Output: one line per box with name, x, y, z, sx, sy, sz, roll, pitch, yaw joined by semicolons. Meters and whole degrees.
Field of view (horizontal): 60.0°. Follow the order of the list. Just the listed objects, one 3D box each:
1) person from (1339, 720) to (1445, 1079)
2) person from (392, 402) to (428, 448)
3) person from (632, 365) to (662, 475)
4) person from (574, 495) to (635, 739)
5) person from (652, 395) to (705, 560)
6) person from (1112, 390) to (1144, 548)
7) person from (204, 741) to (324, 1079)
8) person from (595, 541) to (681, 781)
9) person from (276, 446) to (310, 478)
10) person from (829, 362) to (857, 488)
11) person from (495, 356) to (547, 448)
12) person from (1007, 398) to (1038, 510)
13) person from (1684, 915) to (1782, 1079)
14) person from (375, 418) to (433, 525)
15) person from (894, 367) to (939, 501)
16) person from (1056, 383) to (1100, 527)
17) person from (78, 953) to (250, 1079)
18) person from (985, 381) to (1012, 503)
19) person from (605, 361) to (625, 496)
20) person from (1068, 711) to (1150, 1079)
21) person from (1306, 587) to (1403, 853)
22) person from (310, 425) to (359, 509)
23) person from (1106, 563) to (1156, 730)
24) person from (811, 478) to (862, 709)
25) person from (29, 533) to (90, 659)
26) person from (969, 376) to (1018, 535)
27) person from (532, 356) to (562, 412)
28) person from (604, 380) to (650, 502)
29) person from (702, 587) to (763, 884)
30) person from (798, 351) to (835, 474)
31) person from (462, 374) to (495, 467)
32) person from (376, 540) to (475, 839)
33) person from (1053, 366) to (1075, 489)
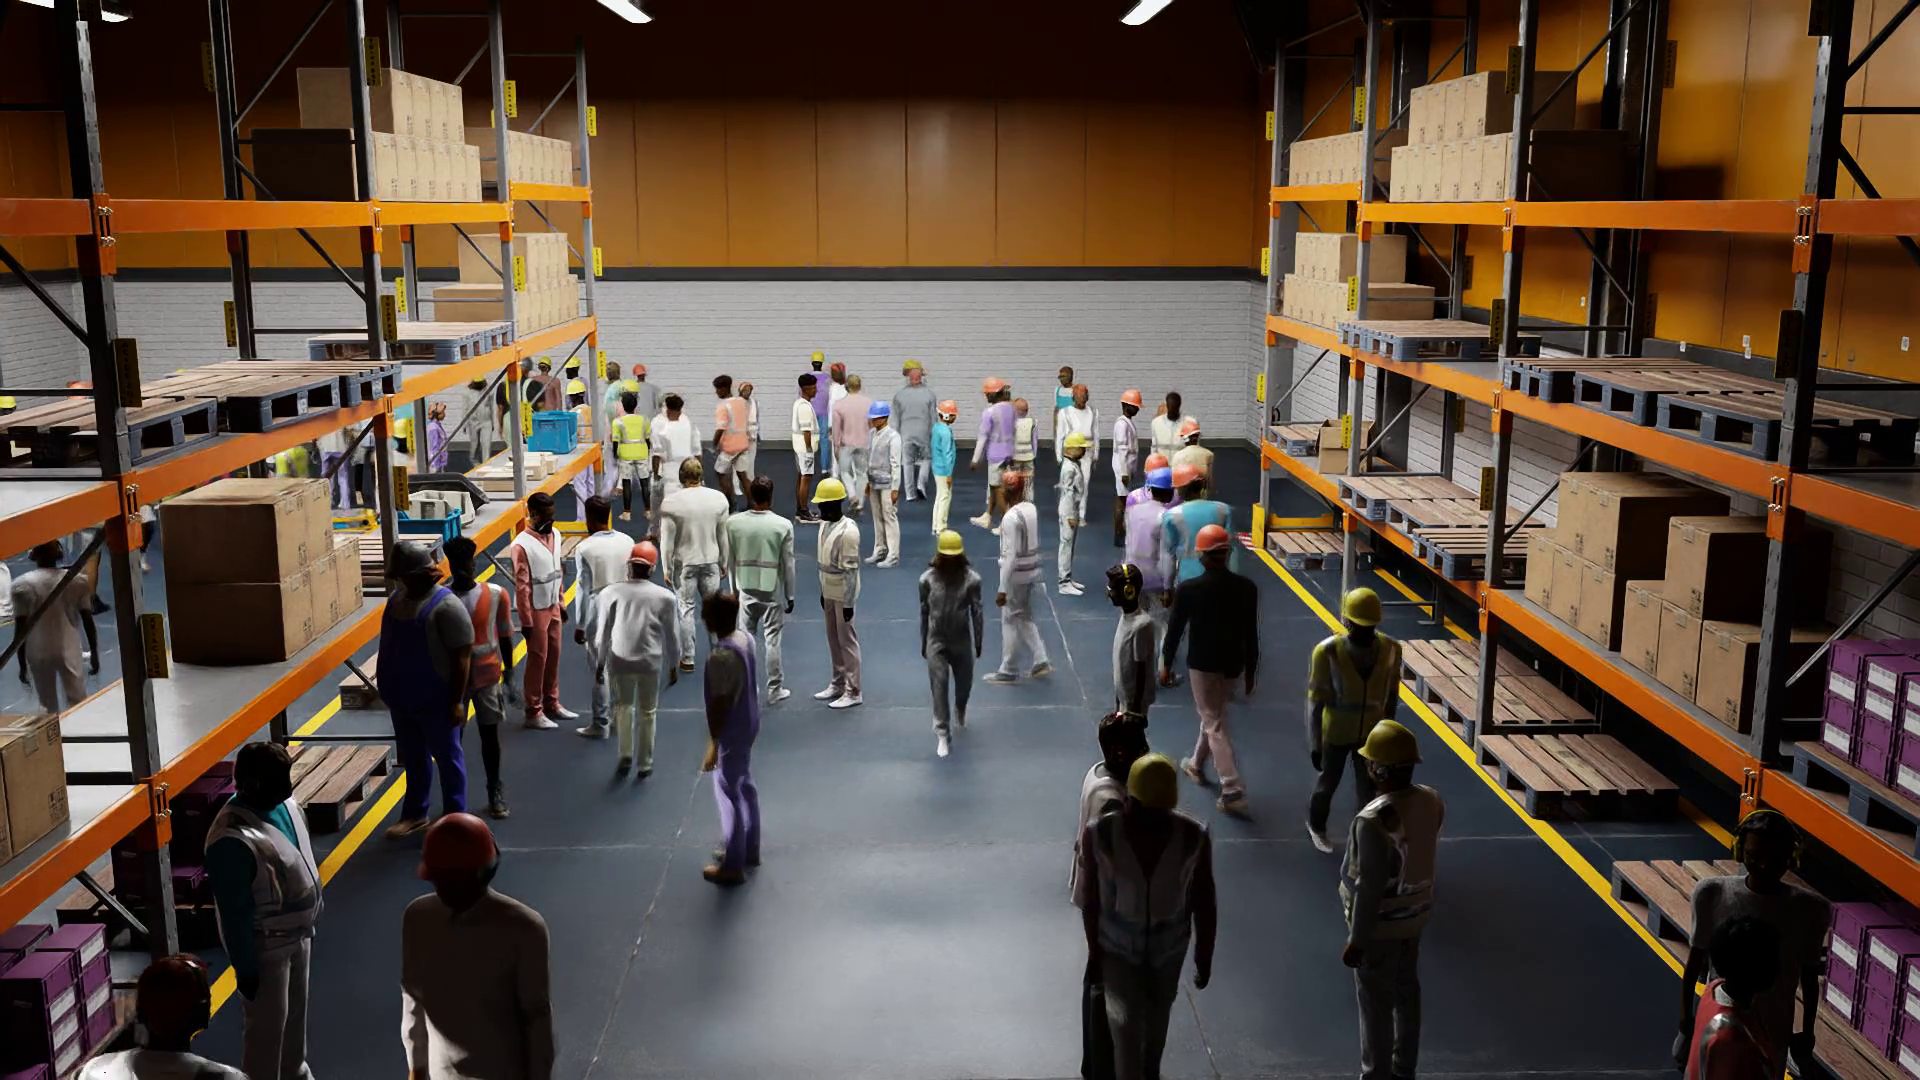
person;1.933;1.710;7.578;0.601;1.830;0.404;-11;16;-44
person;-7.613;-1.340;22.818;0.667;1.856;0.883;-3;12;-16
person;-4.957;-1.872;25.875;0.576;1.697;0.919;-8;14;-34
person;-2.761;0.596;12.988;0.411;1.906;0.602;7;13;30
person;-3.298;-0.735;19.671;0.627;1.916;0.761;-8;14;-35
person;2.046;-0.874;20.299;0.374;1.928;0.543;2;11;9
person;-3.033;1.763;7.340;0.429;1.830;0.635;0;11;1
person;-2.324;0.870;12.065;0.596;1.720;0.485;0;11;0
person;-7.606;-0.495;18.991;0.390;1.686;0.543;4;12;18
person;-1.697;-1.700;24.614;0.629;1.870;0.441;11;15;43
person;-6.332;-1.675;24.029;0.723;2.000;0.537;-3;12;-14
person;0.796;-1.055;21.930;0.518;1.640;0.307;-6;13;-26
person;2.689;2.123;5.850;0.318;1.697;0.537;4;12;19
person;-5.938;-0.363;17.821;0.599;1.915;0.738;-3;12;-13
person;-0.611;-1.484;23.443;0.671;1.890;0.413;3;12;12
person;1.532;-1.112;21.655;0.575;1.871;0.468;-4;12;-17
person;-2.460;2.200;5.148;0.612;1.846;0.999;1;11;7
person;0.621;-1.396;23.501;0.489;1.697;0.905;8;14;35
person;-4.938;-1.608;23.967;0.370;1.934;0.627;-1;11;-6
person;0.698;1.681;7.690;0.389;1.847;0.563;0;11;-2
person;2.413;1.162;10.288;0.617;1.872;1.040;-1;11;-5
person;-8.282;-1.167;22.046;0.641;1.834;0.421;0;11;-1
person;1.084;1.065;10.774;0.350;1.856;0.520;-1;11;-6
person;-1.027;0.433;13.775;0.397;1.918;0.588;-6;13;-28
person;-8.251;0.154;15.166;0.388;1.919;0.594;-11;16;-43
person;0.344;-1.069;21.037;0.826;2.019;0.630;8;14;35
person;-6.665;-2.077;26.779;0.532;1.754;0.342;-1;11;-4
person;-4.685;-1.405;23.514;0.976;1.716;0.525;-8;14;-33
person;-1.407;1.187;10.185;0.343;1.841;0.517;3;12;15
person;-2.224;-1.977;25.862;0.589;1.921;0.392;0;11;-2
person;-7.410;-1.809;25.579;0.515;1.700;0.772;-5;12;-23
person;-3.482;0.979;10.722;0.680;2.000;0.536;7;13;31
person;1.574;-1.631;24.340;0.505;1.838;0.346;9;15;39
